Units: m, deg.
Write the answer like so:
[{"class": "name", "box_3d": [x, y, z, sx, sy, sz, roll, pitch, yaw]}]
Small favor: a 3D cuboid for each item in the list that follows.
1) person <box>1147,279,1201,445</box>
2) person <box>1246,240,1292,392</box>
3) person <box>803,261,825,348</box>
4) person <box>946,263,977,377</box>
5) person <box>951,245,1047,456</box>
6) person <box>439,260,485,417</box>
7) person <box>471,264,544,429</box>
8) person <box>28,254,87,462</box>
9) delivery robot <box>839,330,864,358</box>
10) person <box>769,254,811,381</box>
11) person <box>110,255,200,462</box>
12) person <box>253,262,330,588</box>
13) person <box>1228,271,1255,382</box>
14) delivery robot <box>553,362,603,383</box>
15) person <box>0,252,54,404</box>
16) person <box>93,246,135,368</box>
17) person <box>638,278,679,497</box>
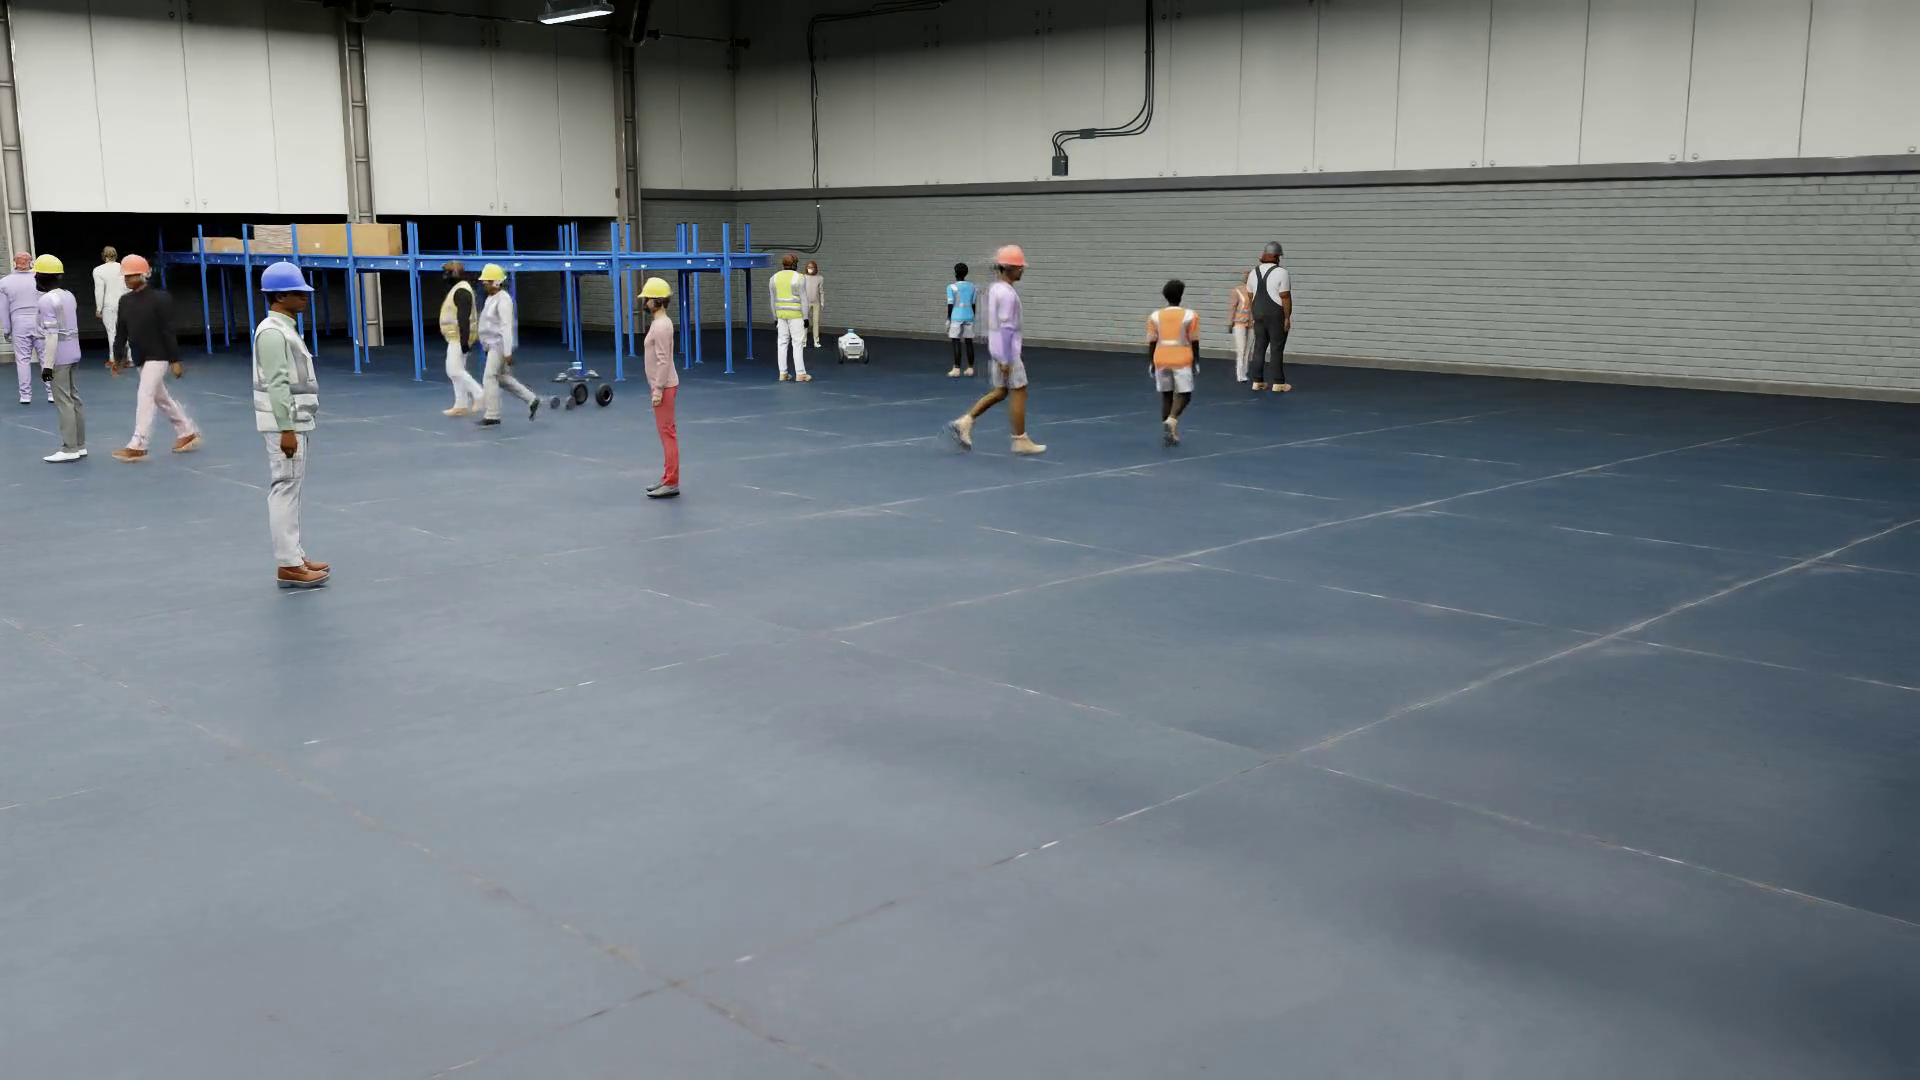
[{"class": "person", "box_3d": [2.117, -1.767, 16.620, 0.543, 1.681, 0.627, 5, 12, 26]}, {"class": "person", "box_3d": [4.284, -3.050, 22.776, 0.538, 2.000, 0.684, -9, 14, -41]}, {"class": "person", "box_3d": [-2.807, -4.463, 31.480, 0.501, 1.632, 0.286, -3, 11, -16]}, {"class": "person", "box_3d": [0.019, -3.306, 24.991, 0.540, 1.695, 0.317, -7, 13, -34]}, {"class": "person", "box_3d": [0.387, -1.823, 16.021, 0.854, 2.022, 0.614, -2, 11, -12]}, {"class": "person", "box_3d": [-5.837, -2.351, 19.431, 0.458, 1.823, 0.646, -4, 11, -22]}, {"class": "person", "box_3d": [-5.049, -2.160, 18.454, 0.762, 1.807, 0.596, -4, 11, -23]}, {"class": "person", "box_3d": [-8.482, -1.708, 15.642, 0.361, 1.930, 0.589, -2, 11, -9]}, {"class": "delivery robot", "box_3d": [-1.820, -3.273, 27.781, 0.477, 0.478, 0.707, -2, 10, -12]}, {"class": "person", "box_3d": [-2.460, -3.250, 24.294, 0.621, 1.845, 0.429, 5, 12, 27]}, {"class": "person", "box_3d": [-7.750, -1.762, 15.949, 0.626, 1.940, 1.058, 5, 11, 24]}, {"class": "person", "box_3d": [-4.085, -0.707, 10.129, 0.389, 1.949, 0.604, -3, 11, -17]}, {"class": "person", "box_3d": [4.173, -3.084, 24.028, 0.519, 1.599, 0.684, -2, 11, -13]}, {"class": "delivery robot", "box_3d": [-4.746, -2.092, 20.640, 0.335, 0.223, 0.698, 6, 12, 30]}, {"class": "person", "box_3d": [-11.726, -2.674, 20.994, 0.638, 1.903, 0.409, -5, 12, -25]}, {"class": "person", "box_3d": [-13.561, -3.737, 26.685, 0.369, 1.939, 0.630, 7, 13, 34]}, {"class": "person", "box_3d": [-2.443, -1.243, 13.547, 0.304, 1.771, 0.523, -2, 11, -9]}]
